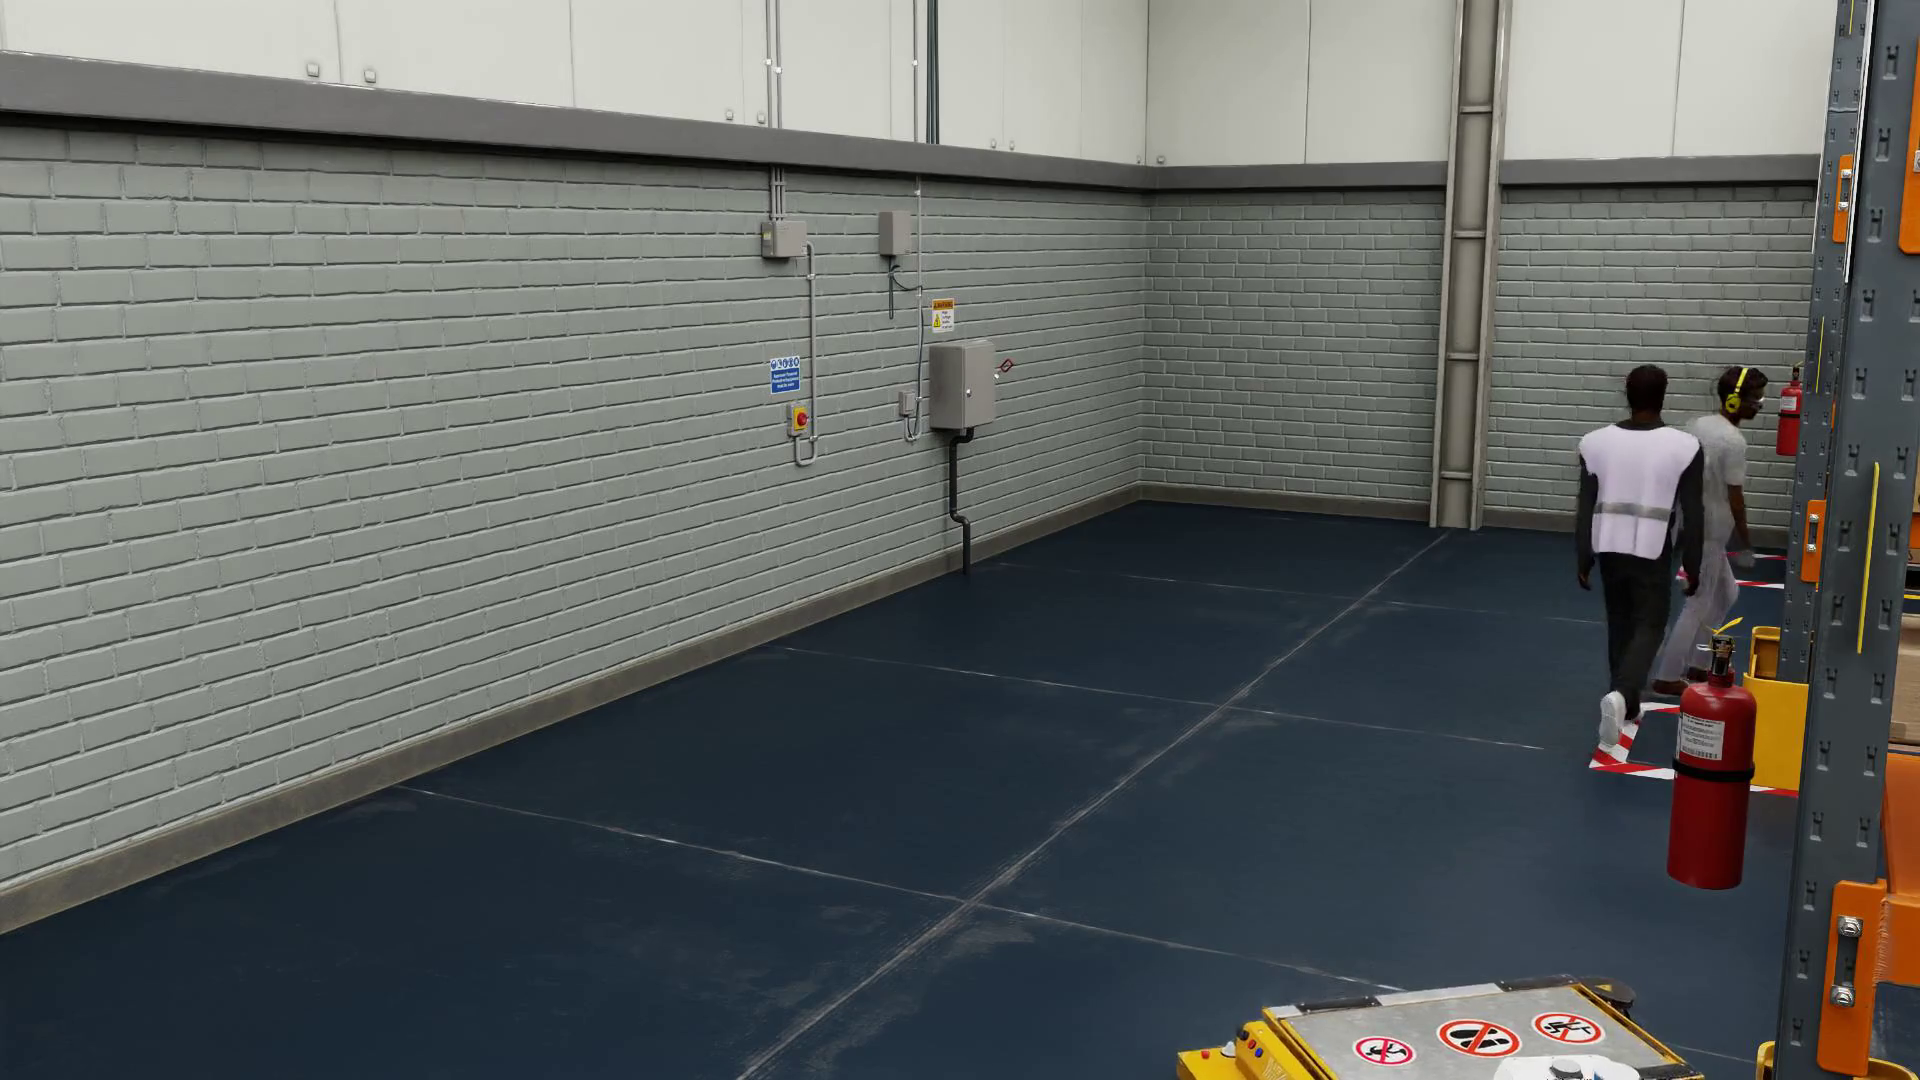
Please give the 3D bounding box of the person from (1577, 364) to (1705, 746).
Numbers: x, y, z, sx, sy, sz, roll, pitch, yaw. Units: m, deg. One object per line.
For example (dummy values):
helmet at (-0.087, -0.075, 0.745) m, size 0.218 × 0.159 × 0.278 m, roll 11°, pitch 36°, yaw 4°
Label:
person at (3.345, 0.077, 8.273) m, size 0.605 × 1.891 × 0.839 m, roll 8°, pitch 13°, yaw 37°

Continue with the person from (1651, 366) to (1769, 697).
person at (4.090, -0.018, 8.894) m, size 0.665 × 1.833 × 0.556 m, roll 0°, pitch 10°, yaw 1°

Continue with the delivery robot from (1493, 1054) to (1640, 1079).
delivery robot at (1.543, 1.485, 3.946) m, size 0.477 × 0.478 × 0.707 m, roll -1°, pitch 10°, yaw -4°

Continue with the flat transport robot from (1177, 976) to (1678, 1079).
flat transport robot at (1.409, 1.525, 4.756) m, size 1.431 × 0.197 × 0.652 m, roll -2°, pitch 11°, yaw -13°
